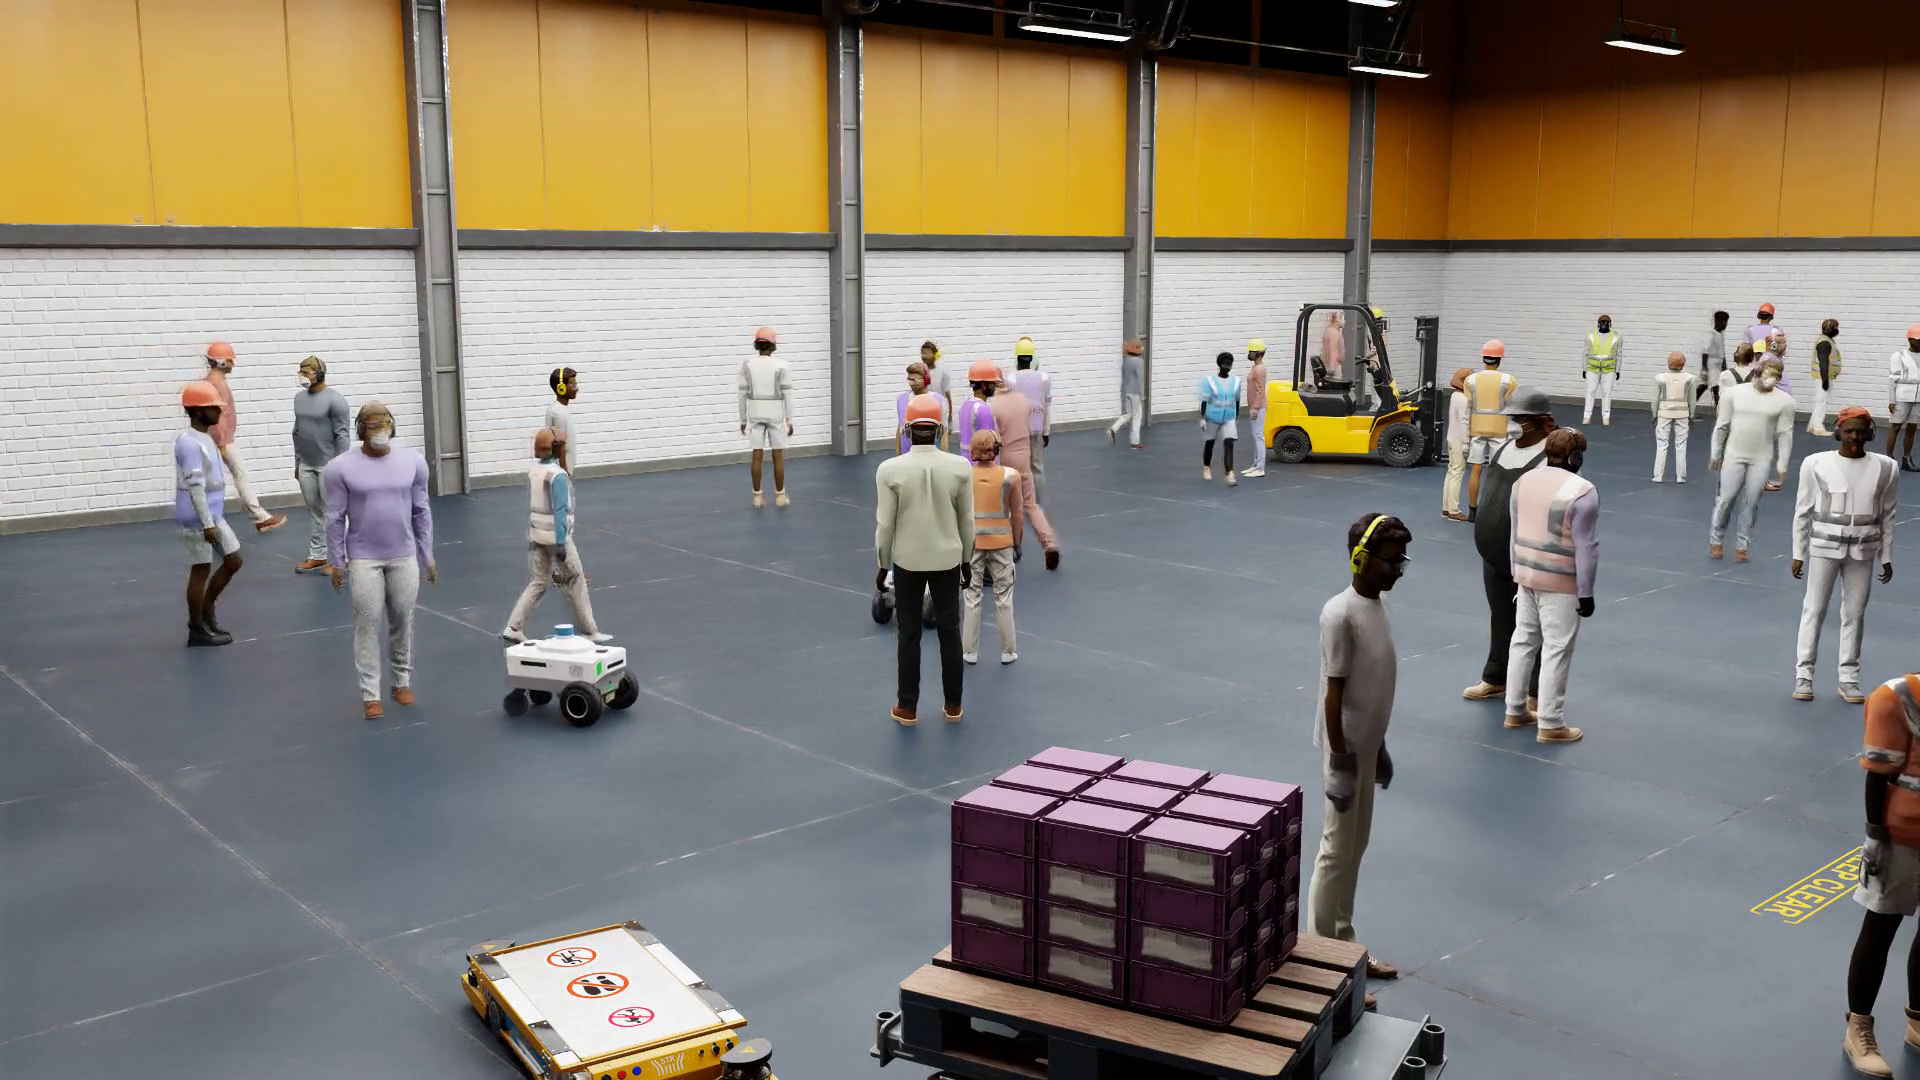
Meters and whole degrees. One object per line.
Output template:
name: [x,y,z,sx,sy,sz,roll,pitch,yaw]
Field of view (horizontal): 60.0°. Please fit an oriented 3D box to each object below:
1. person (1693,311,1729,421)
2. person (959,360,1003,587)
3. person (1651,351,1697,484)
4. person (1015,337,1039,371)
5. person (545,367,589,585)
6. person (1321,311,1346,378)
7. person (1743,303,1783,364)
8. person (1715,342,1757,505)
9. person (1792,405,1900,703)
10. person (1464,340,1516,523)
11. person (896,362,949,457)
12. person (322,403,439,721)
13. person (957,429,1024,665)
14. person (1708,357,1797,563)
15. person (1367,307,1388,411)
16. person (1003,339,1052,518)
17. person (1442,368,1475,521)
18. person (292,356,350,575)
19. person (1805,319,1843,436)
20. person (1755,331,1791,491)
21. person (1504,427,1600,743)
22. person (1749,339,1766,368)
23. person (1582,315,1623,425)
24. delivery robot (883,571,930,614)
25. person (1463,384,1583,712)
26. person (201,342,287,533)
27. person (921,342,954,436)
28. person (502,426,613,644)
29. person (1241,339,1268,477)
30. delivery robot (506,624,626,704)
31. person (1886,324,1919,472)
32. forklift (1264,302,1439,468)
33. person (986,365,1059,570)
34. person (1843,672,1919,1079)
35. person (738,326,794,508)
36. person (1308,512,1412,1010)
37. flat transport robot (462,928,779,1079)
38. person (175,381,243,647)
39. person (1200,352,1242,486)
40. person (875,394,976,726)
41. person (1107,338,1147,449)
person: [12.705,-2.911,28.056,0.982,1.901,0.589,8,13,39]
person: [0.188,-0.571,14.229,0.358,1.938,0.542,-4,10,-22]
person: [8.827,-1.509,20.592,0.514,1.641,0.308,3,10,18]
person: [0.971,-2.178,24.527,0.286,1.633,0.499,8,13,40]
person: [-3.401,-0.550,14.306,0.325,1.871,0.516,-3,10,-17]
person: [6.346,-2.968,28.415,0.461,1.889,0.687,0,10,3]
person: [13.239,-2.884,27.464,0.616,2.041,0.379,7,12,35]
person: [8.832,-1.312,18.836,0.510,1.846,0.341,4,10,20]
person: [5.573,0.092,10.504,0.586,1.882,0.340,3,10,15]
person: [5.572,-1.136,17.533,0.542,1.939,0.368,5,11,26]
person: [-0.358,-0.739,15.507,0.562,1.838,0.390,6,11,32]
person: [-3.569,0.123,10.264,0.645,1.934,0.626,-6,11,-32]
person: [0.184,0.054,11.451,0.513,1.637,0.313,1,10,3]
person: [7.267,-0.726,15.287,0.709,1.895,0.381,4,10,22]
person: [7.261,-3.094,29.046,0.371,1.923,0.586,-1,10,-4]
person: [0.693,-1.178,17.807,0.586,1.928,0.369,-4,10,-21]
person: [5.344,-1.023,17.764,0.264,1.632,0.507,1,10,3]
person: [-5.662,-0.657,14.731,0.627,1.941,0.371,5,11,27]
person: [13.601,-2.545,26.163,0.470,1.831,0.671,6,11,30]
person: [9.787,-1.555,20.069,0.408,1.913,0.641,5,11,27]
person: [3.472,0.254,9.745,0.431,1.833,0.642,-4,10,-20]
person: [10.073,-1.650,21.049,0.525,1.769,0.308,4,11,24]
person: [10.703,-2.835,27.763,0.619,1.845,0.430,4,10,22]
delivery robot: [-0.303,0.311,12.835,0.477,0.478,0.707,5,11,26]
person: [3.443,0.051,10.288,0.536,2.000,0.672,-4,11,-23]
person: [-7.360,-1.016,16.767,0.985,1.943,0.641,-9,13,-42]
person: [-0.383,-1.413,19.520,0.517,1.818,0.988,6,11,31]
person: [-2.939,-0.017,11.962,0.761,1.610,0.530,-8,12,-38]
person: [3.774,-1.685,21.254,0.309,1.769,0.523,1,10,5]
delivery robot: [-2.416,0.761,10.197,0.707,0.478,0.477,4,10,20]
person: [12.382,-1.841,21.664,0.548,1.936,0.378,-1,10,-4]
forklift: [5.320,-2.157,22.763,2.313,2.155,1.214,3,10,16]
person: [0.495,-0.649,14.938,0.908,1.857,0.722,9,13,43]
person: [3.311,1.010,5.678,0.539,1.693,0.319,-2,10,-9]
person: [-2.159,-1.371,18.614,0.614,2.039,0.395,1,10,4]
person: [1.520,0.817,6.324,0.329,1.865,0.518,6,11,31]
flat transport robot: [-1.237,1.689,5.871,0.652,0.197,1.431,-6,11,-32]
person: [-5.427,-0.178,11.948,0.428,1.924,0.543,-1,10,-8]
person: [3.215,-1.507,20.575,0.543,1.640,0.923,-2,10,-9]
person: [-0.211,0.123,9.995,0.611,1.996,0.379,-2,10,-13]
person: [2.470,-2.126,24.260,0.537,1.621,0.503,-5,11,-25]
